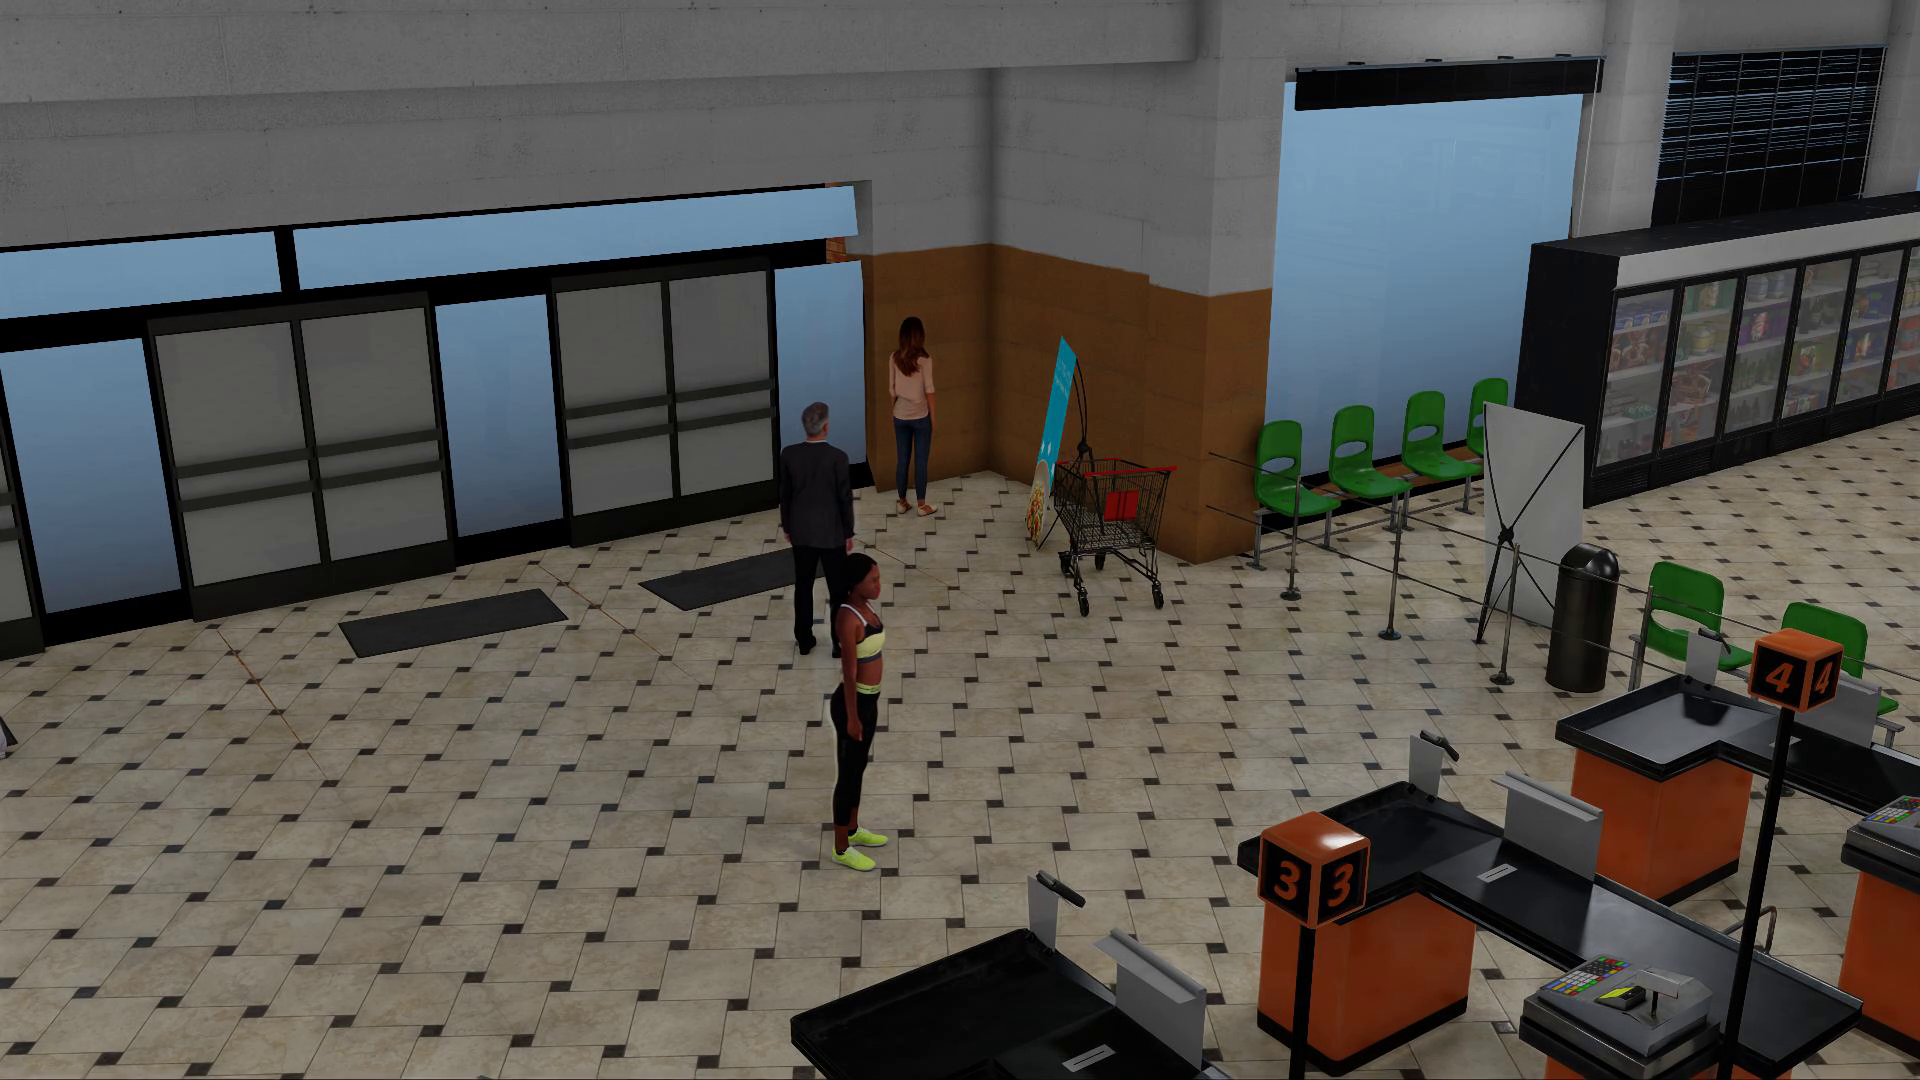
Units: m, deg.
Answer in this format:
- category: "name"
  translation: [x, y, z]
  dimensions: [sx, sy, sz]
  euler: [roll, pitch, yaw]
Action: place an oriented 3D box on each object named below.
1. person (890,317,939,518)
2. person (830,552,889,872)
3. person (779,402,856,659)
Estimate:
- category: "person"
  translation: [-0.426, -1.099, 14.795]
  dimensions: [0.618, 1.792, 0.727]
  euler: [9, 20, 24]
- category: "person"
  translation: [-0.565, 0.898, 8.934]
  dimensions: [0.692, 1.753, 0.639]
  euler: [4, 19, 11]
- category: "person"
  translation: [-0.990, -0.075, 11.681]
  dimensions: [0.767, 1.841, 0.861]
  euler: [6, 20, 17]
